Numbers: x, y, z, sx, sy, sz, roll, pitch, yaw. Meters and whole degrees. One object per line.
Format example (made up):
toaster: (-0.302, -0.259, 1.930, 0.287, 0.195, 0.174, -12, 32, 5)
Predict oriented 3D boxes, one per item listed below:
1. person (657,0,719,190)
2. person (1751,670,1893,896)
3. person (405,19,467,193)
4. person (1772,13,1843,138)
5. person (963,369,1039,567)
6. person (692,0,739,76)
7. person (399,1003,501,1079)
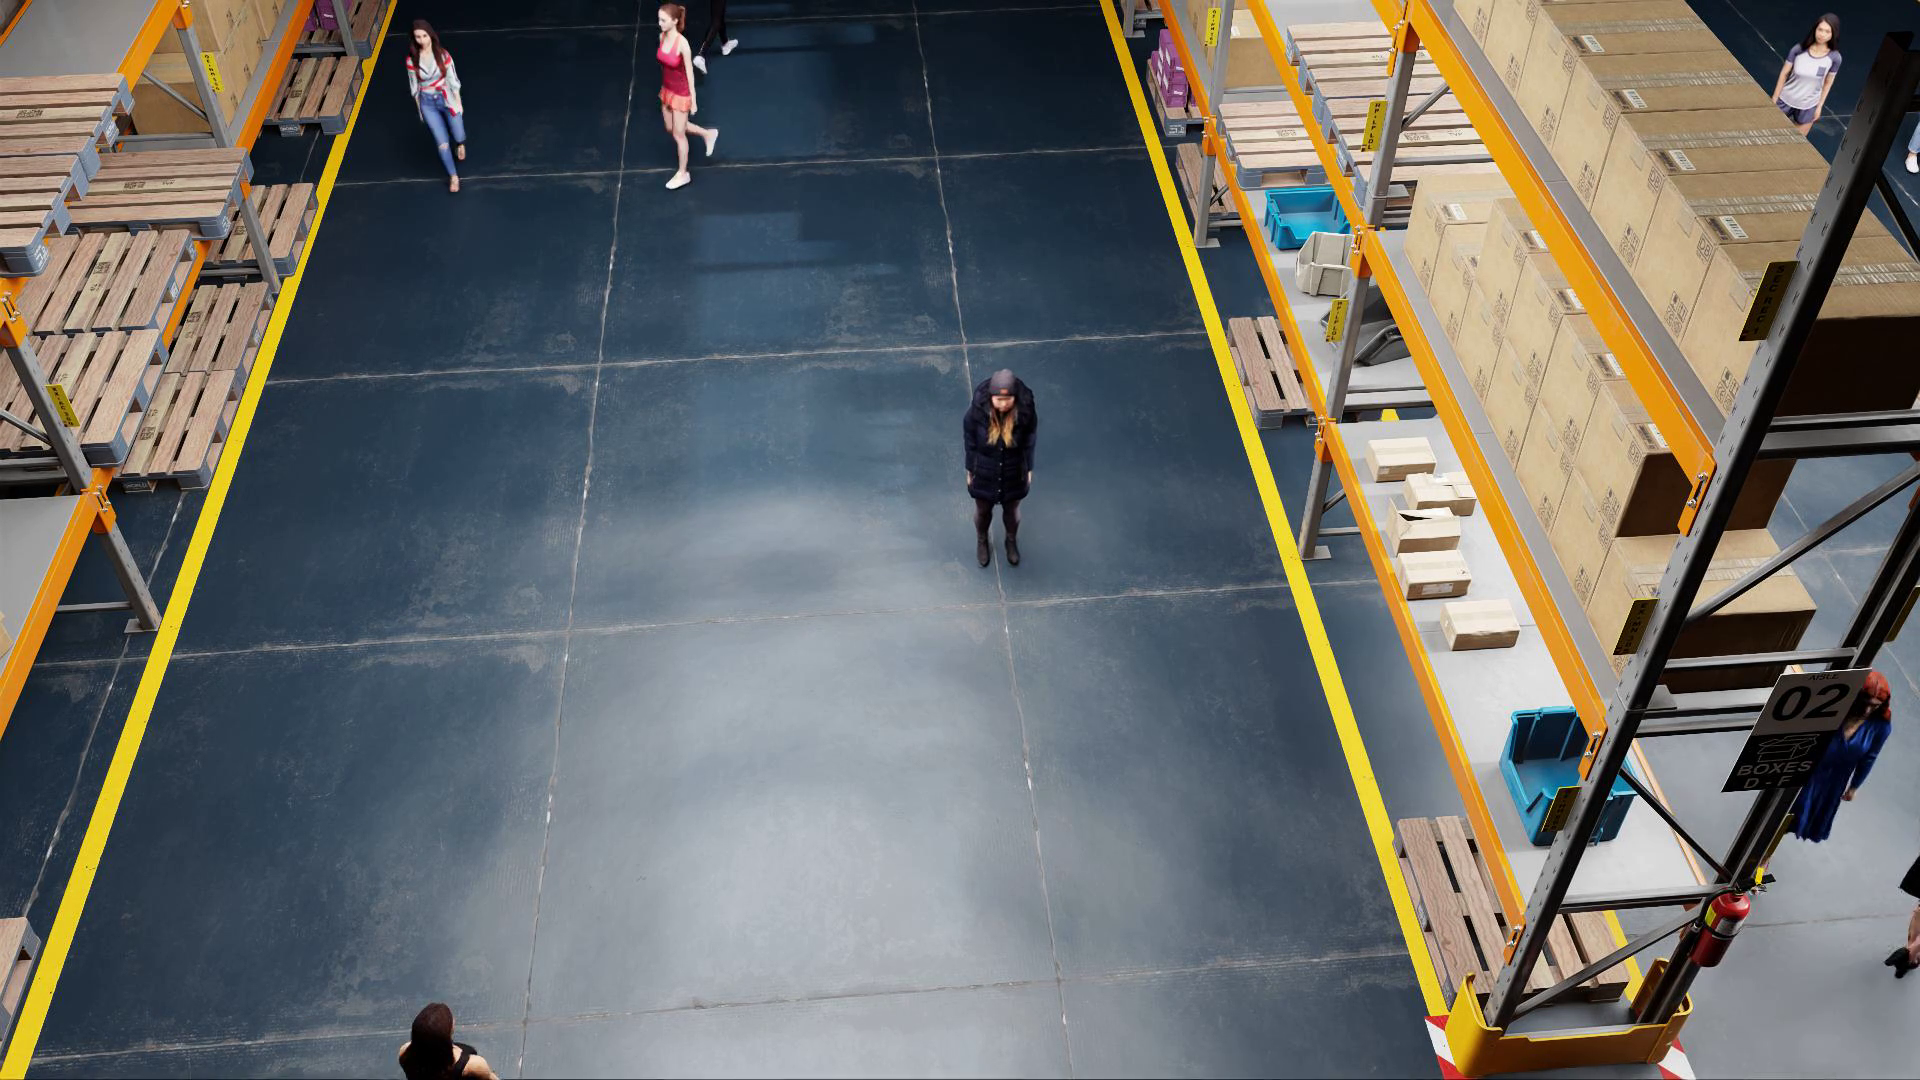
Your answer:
person: (-2.496, -4.072, 15.109, 0.943, 1.737, 0.970, 33, 53, 30)
person: (4.846, 1.296, 9.423, 0.837, 1.809, 0.977, 17, 46, 17)
person: (-4.739, -3.995, 15.128, 0.663, 1.600, 0.869, -8, 44, -9)
person: (7.562, -3.942, 14.996, 0.674, 1.705, 0.684, 19, 47, 19)
person: (0.265, -0.507, 11.412, 0.677, 1.675, 0.659, 1, 44, 1)
person: (-2.516, -5.520, 16.644, 0.962, 1.717, 1.212, 18, 46, 18)
person: (-2.409, 2.821, 7.937, 0.840, 1.649, 1.120, 11, 45, 11)
